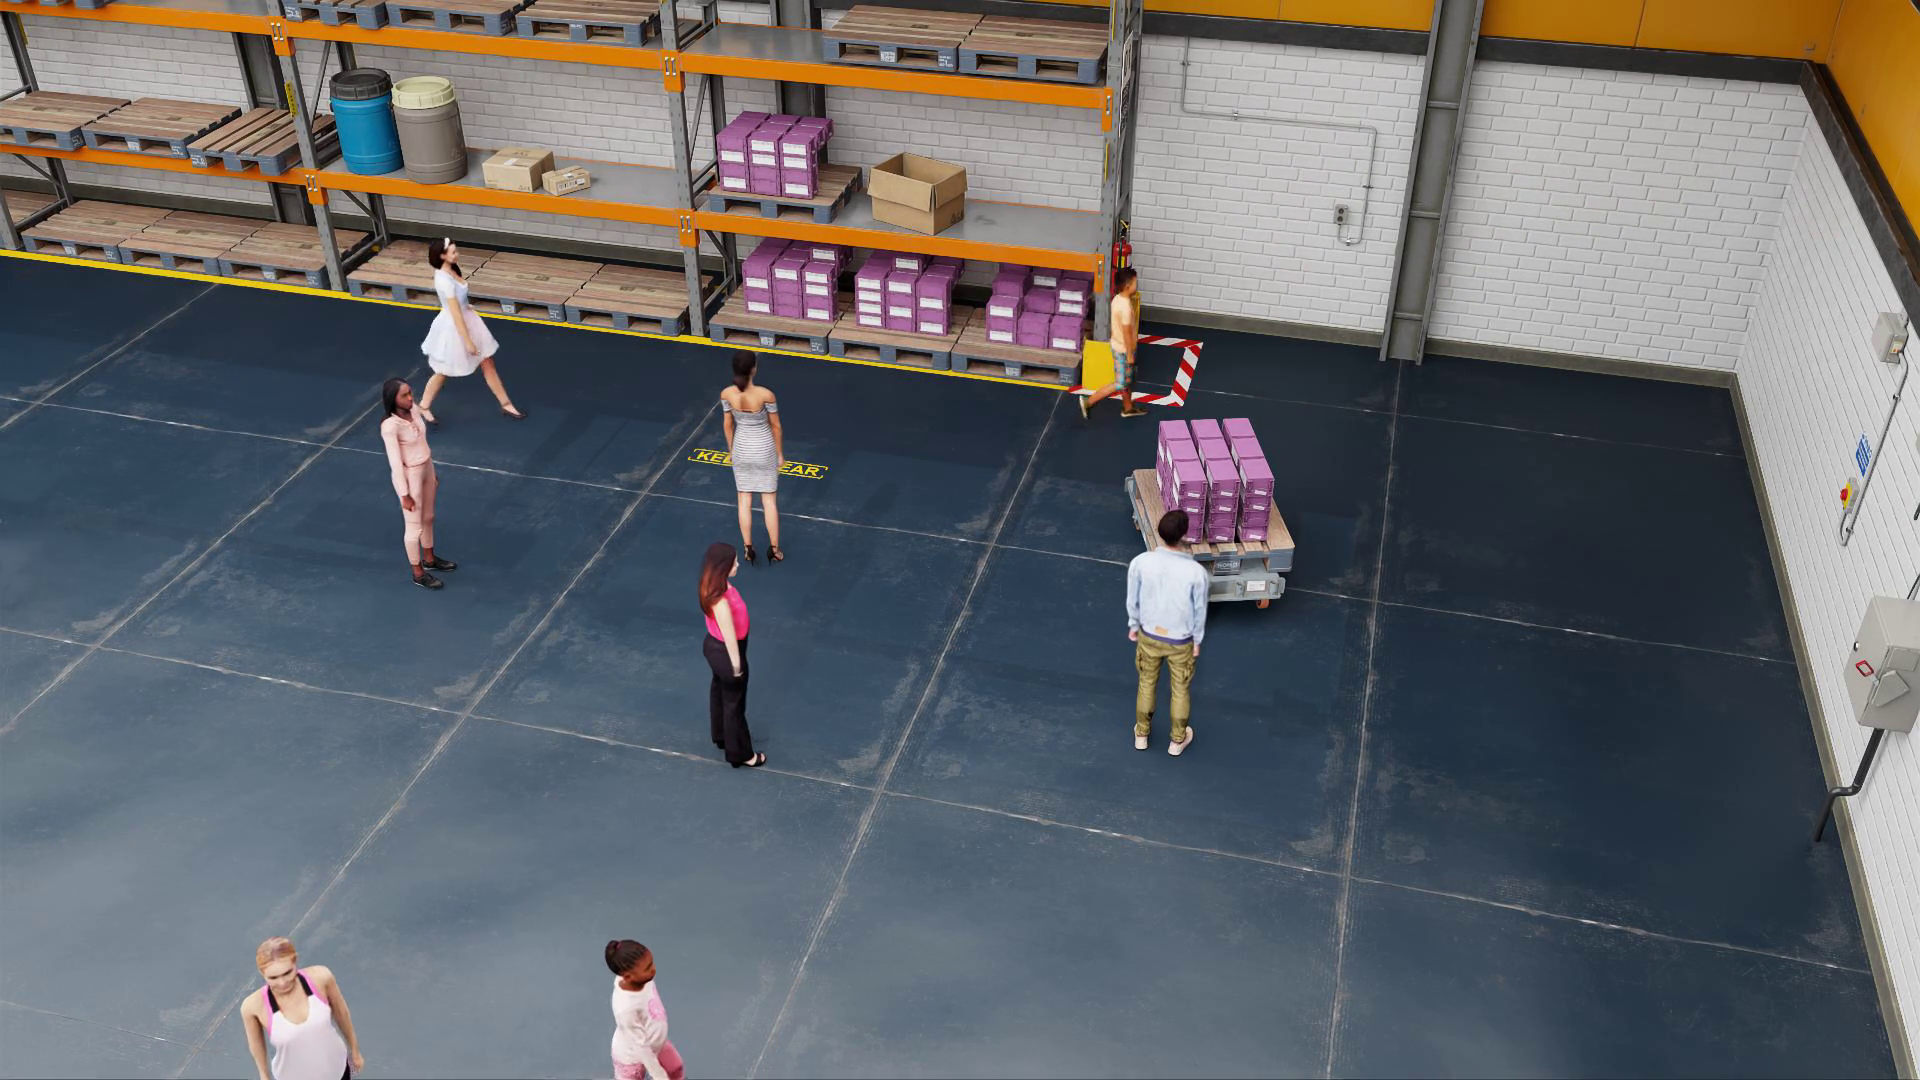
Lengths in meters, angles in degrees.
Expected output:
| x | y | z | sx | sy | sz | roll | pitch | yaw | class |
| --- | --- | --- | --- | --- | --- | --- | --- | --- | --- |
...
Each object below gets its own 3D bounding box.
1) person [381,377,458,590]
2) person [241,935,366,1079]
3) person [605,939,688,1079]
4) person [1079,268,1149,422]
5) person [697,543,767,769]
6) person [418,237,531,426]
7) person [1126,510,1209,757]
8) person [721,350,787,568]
| x | y | z | sx | sy | sz | roll | pitch | yaw | class |
| --- | --- | --- | --- | --- | --- | --- | --- | --- | --- |
| -4.078 | -0.442 | 12.430 | 0.527 | 1.720 | 0.633 | 6 | 34 | 9 | person |
| -3.114 | 2.488 | 7.970 | 0.834 | 1.778 | 0.903 | -20 | 39 | -27 | person |
| -1.665 | 2.513 | 8.253 | 0.871 | 1.422 | 0.644 | 4 | 34 | 5 | person |
| 1.364 | -1.667 | 14.523 | 0.934 | 1.443 | 0.703 | -3 | 34 | -5 | person |
| -1.496 | 0.733 | 10.712 | 0.705 | 1.665 | 0.663 | -14 | 36 | -20 | person |
| -4.414 | -1.717 | 14.308 | 1.272 | 1.764 | 0.968 | -5 | 34 | -8 | person |
| 1.340 | 0.610 | 10.766 | 0.513 | 1.809 | 0.744 | 11 | 35 | 16 | person |
| -1.558 | -0.606 | 12.583 | 0.507 | 1.824 | 0.678 | 5 | 34 | 7 | person |
